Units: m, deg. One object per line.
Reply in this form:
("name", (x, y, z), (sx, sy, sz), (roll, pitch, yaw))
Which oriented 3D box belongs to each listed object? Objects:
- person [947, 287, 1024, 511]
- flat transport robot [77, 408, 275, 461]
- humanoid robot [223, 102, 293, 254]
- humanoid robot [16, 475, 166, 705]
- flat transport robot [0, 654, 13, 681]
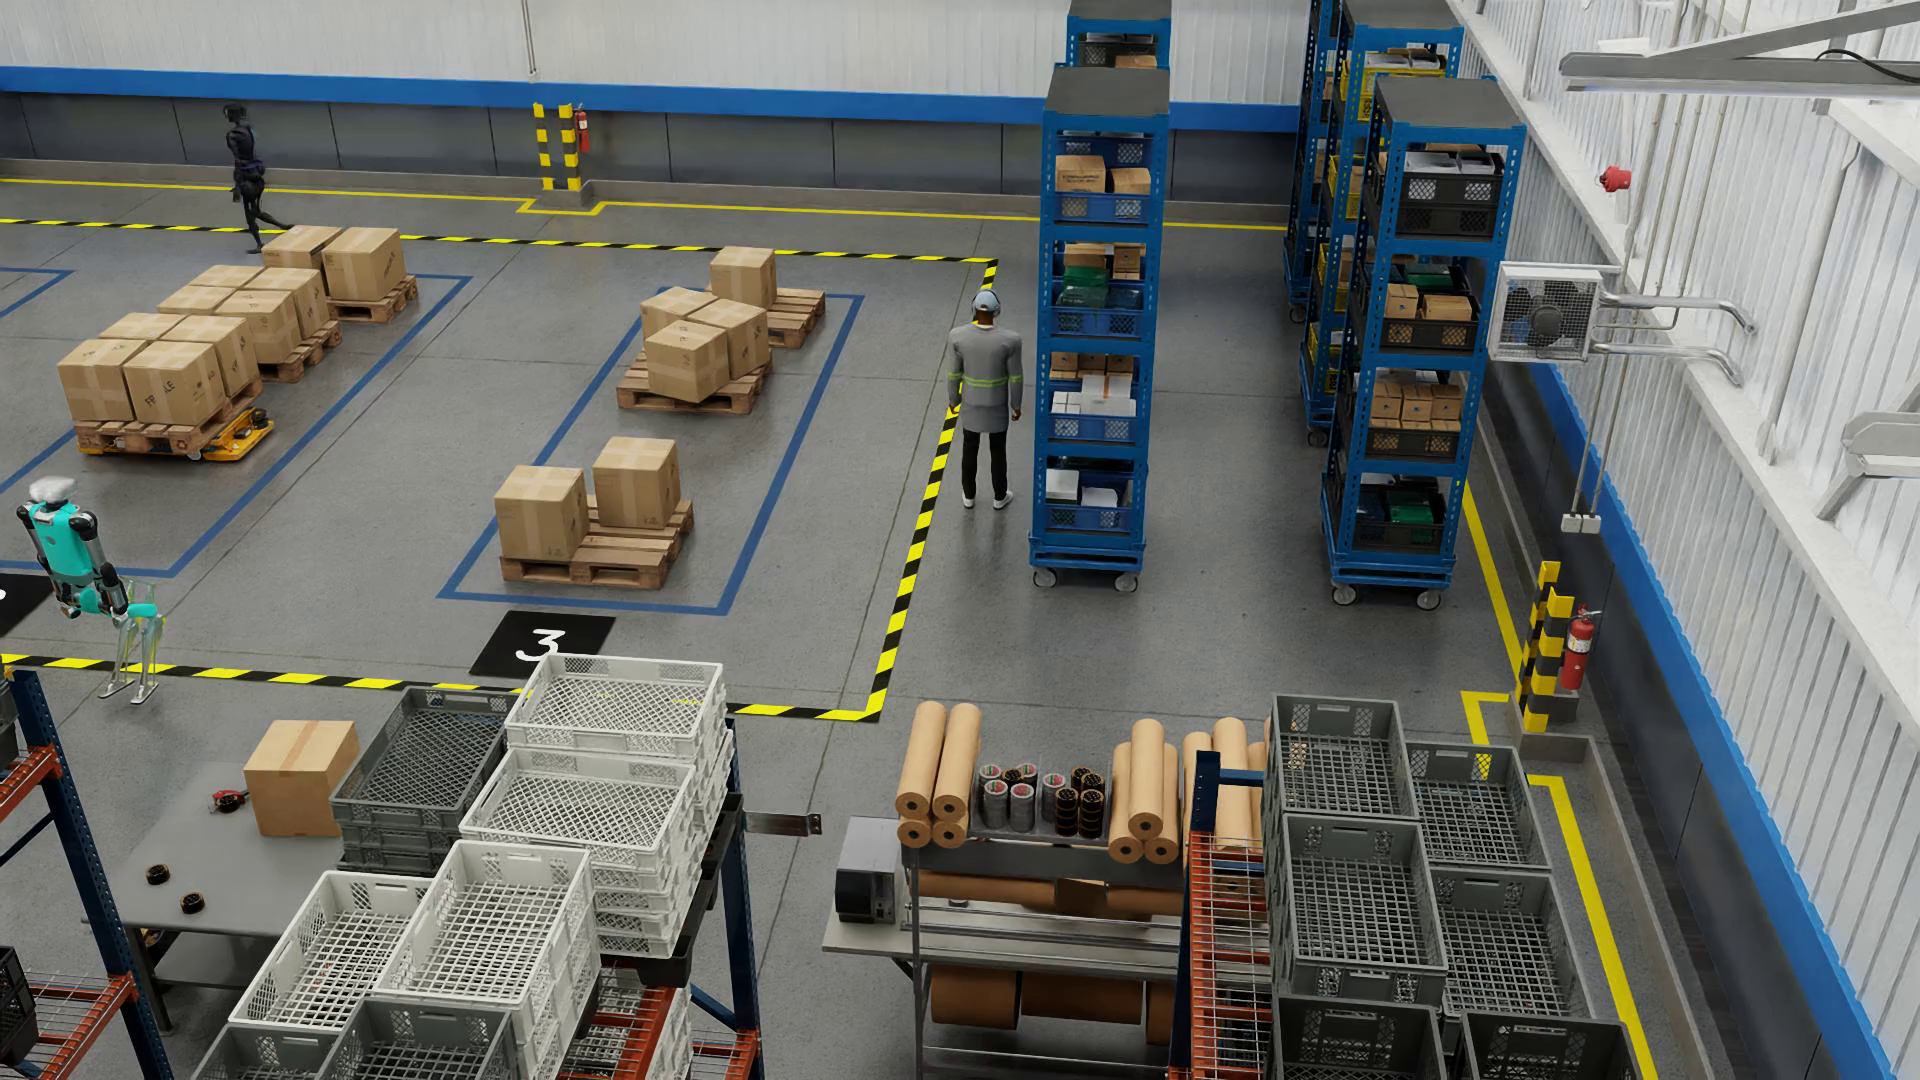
("person", (0.202, -1.103, 12.994), (0.597, 1.850, 0.387), (4, 31, 8))
("flat transport robot", (-6.728, -0.944, 14.268), (1.431, 0.197, 0.652), (3, 30, 6))
("humanoid robot", (-7.632, -3.906, 17.988), (0.486, 1.646, 0.602), (-2, 30, -4))
("humanoid robot", (-5.439, 0.254, 10.648), (0.533, 1.673, 0.735), (9, 31, 16))
("flat transport robot", (-7.142, 0.969, 11.010), (1.431, 0.231, 0.659), (3, 30, 6))
